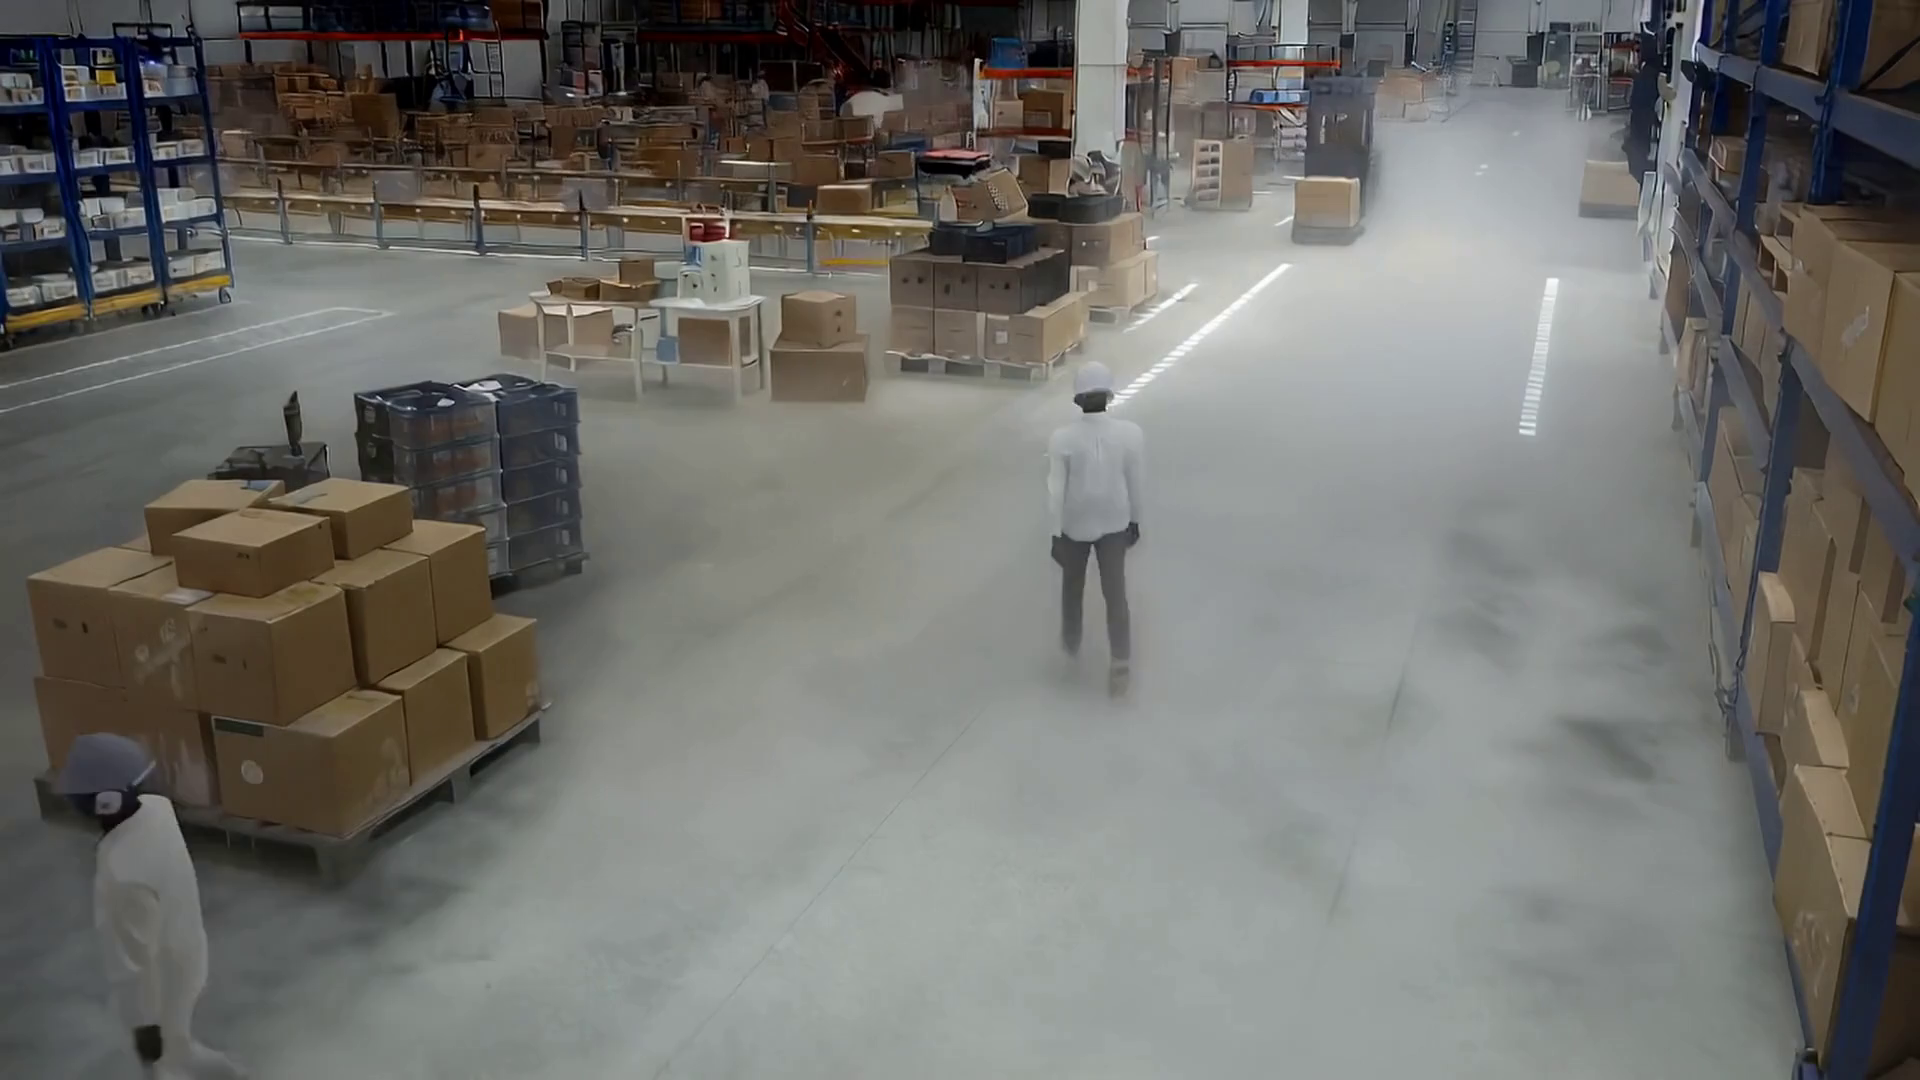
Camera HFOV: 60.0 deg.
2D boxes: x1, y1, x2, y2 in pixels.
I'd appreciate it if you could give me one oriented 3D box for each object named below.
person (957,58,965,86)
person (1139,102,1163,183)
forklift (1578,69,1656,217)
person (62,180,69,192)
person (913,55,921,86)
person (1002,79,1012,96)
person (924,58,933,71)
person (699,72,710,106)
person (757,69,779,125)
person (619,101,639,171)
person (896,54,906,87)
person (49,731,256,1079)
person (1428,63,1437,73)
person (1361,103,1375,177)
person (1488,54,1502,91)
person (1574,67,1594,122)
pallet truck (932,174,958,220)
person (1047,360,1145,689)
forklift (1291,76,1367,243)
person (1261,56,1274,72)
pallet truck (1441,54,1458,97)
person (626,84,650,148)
[{"bbox_3d":[0.172,-21.032,75.893,0.803,1.856,0.613,-12,21,-33],"label":"person"},{"bbox_3d":[4.500,-9.428,39.173,0.666,2.019,0.620,8,19,24],"label":"person"},{"bbox_3d":[13.219,-7.740,32.475,1.873,2.768,1.129,6,19,18],"label":"forklift"},{"bbox_3d":[-14.362,-5.268,26.460,0.820,1.811,0.610,1,18,2],"label":"person"},{"bbox_3d":[-2.106,-22.875,81.668,0.609,1.870,0.463,2,18,7],"label":"person"},{"bbox_3d":[1.869,-16.948,63.272,0.494,1.726,0.639,14,22,38],"label":"person"},{"bbox_3d":[-1.451,-20.911,75.495,1.077,1.864,0.526,-10,20,-29],"label":"person"},{"bbox_3d":[-9.081,-15.737,59.321,0.428,1.818,0.621,3,18,9],"label":"person"},{"bbox_3d":[-6.838,-15.526,58.436,0.791,1.960,0.637,-2,18,-7],"label":"person"},{"bbox_3d":[-7.730,-9.383,39.260,0.789,1.875,0.666,-3,18,-9],"label":"person"},{"bbox_3d":[-2.932,-23.192,82.712,0.514,1.839,0.327,-4,18,-12],"label":"person"},{"bbox_3d":[-2.640,1.423,5.523,0.478,1.742,0.594,-5,18,-15],"label":"person"},{"bbox_3d":[19.287,-18.576,68.156,0.544,1.868,1.023,-12,21,-34],"label":"person"},{"bbox_3d":[9.902,-9.841,40.606,0.358,1.938,0.548,0,18,0],"label":"person"},{"bbox_3d":[27.174,-23.683,84.279,0.640,1.827,0.621,-12,21,-33],"label":"person"},{"bbox_3d":[22.962,-16.400,61.169,0.602,1.966,0.368,11,21,31],"label":"person"},{"bbox_3d":[-0.507,-5.292,27.348,0.653,1.274,1.630,6,19,19],"label":"pallet truck"},{"bbox_3d":[0.826,-0.093,9.952,0.620,1.967,0.962,-2,18,-8],"label":"person"},{"bbox_3d":[6.598,-6.755,29.381,1.129,2.768,1.873,6,19,19],"label":"forklift"},{"bbox_3d":[13.634,-20.425,73.697,0.683,2.000,0.661,-14,22,-37],"label":"person"},{"bbox_3d":[22.765,-21.886,78.355,0.823,1.965,1.885,-4,18,-14],"label":"pallet truck"},{"bbox_3d":[-9.297,-12.116,47.820,0.538,1.905,0.861,-16,24,-42],"label":"person"}]
